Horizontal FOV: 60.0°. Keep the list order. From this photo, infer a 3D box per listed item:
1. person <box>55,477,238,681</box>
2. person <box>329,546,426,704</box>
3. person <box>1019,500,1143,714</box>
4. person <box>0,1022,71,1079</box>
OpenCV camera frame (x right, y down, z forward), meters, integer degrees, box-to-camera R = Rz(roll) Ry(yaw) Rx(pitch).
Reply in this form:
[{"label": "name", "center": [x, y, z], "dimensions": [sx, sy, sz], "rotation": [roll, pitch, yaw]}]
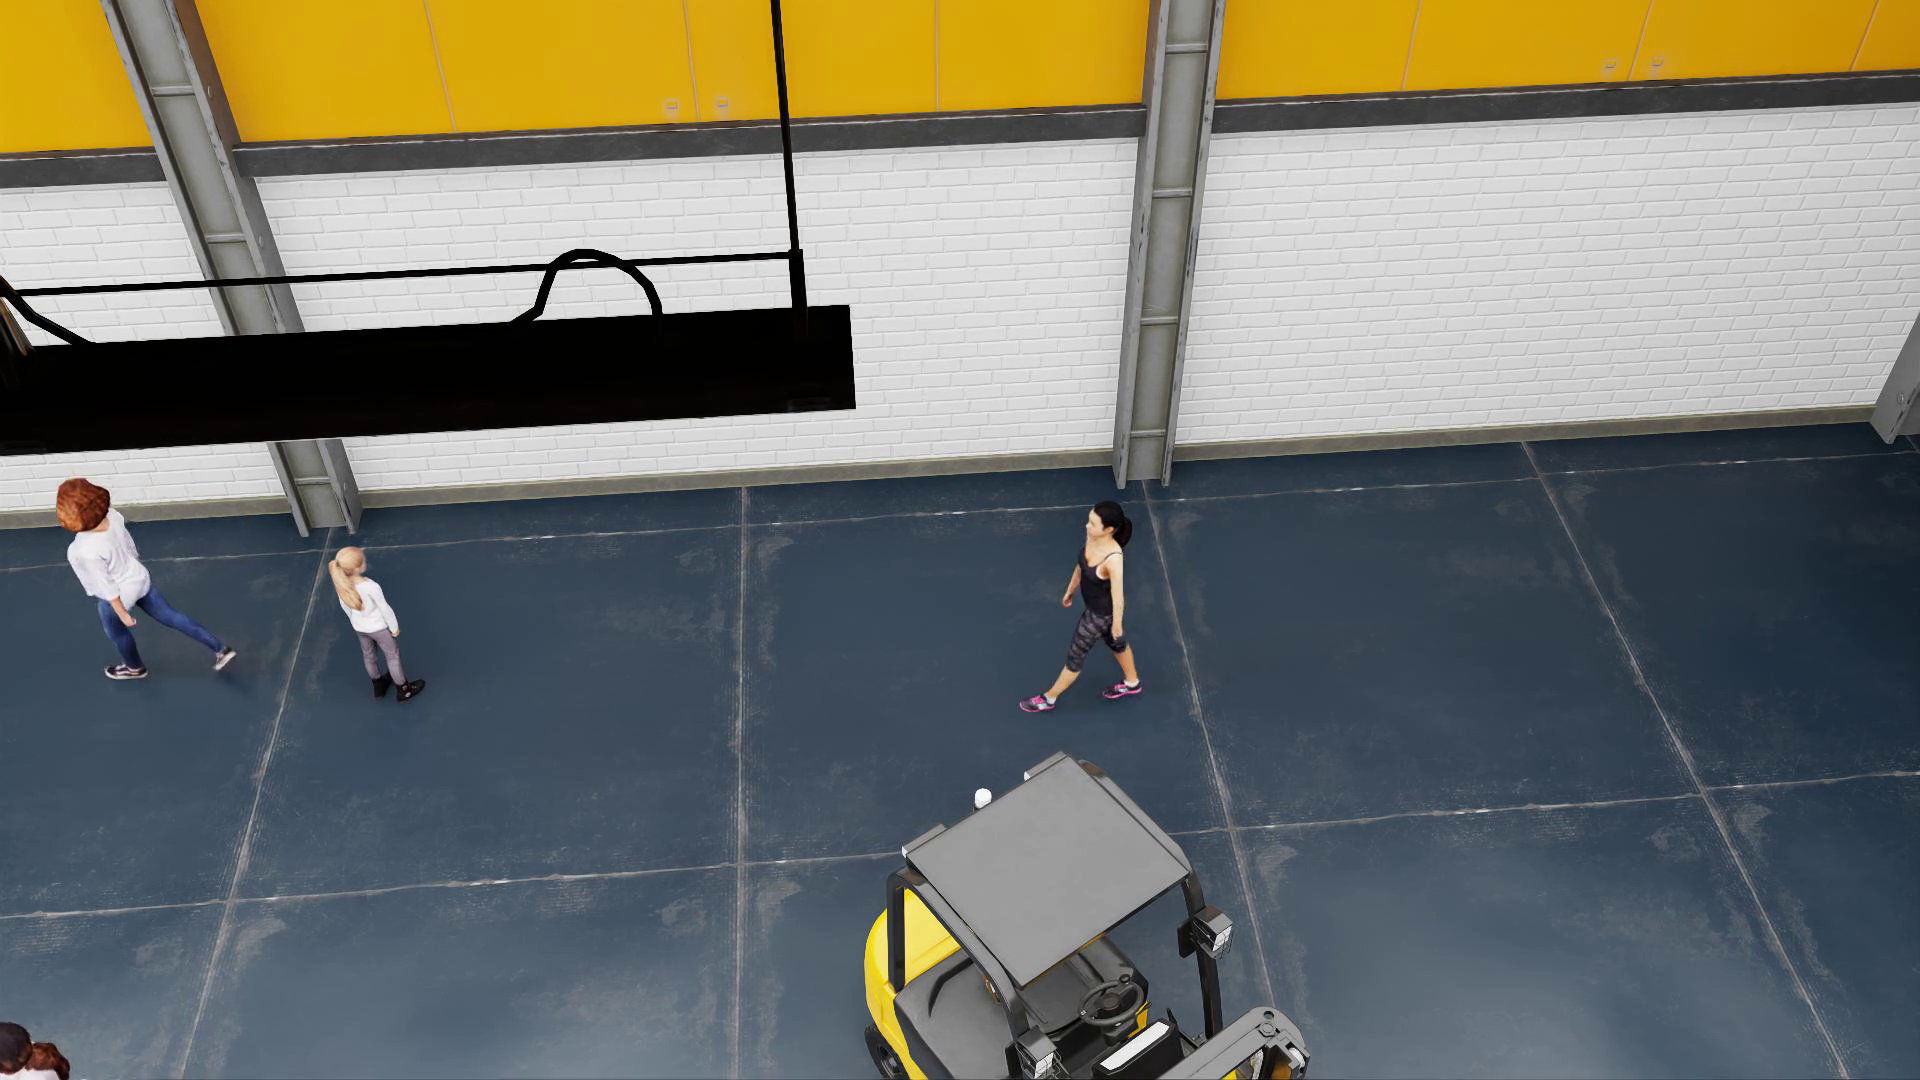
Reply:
[{"label": "person", "center": [-5.189, 0.308, 10.526], "dimensions": [1.186, 1.677, 0.782], "rotation": [5, 44, 5]}, {"label": "person", "center": [-3.743, 0.539, 10.572], "dimensions": [0.524, 1.278, 0.620], "rotation": [12, 45, 13]}, {"label": "person", "center": [0.974, 0.411, 10.405], "dimensions": [1.107, 1.694, 0.702], "rotation": [-10, 45, -11]}, {"label": "person", "center": [-4.196, 2.739, 7.969], "dimensions": [1.176, 1.684, 1.020], "rotation": [-32, 52, -29]}]
